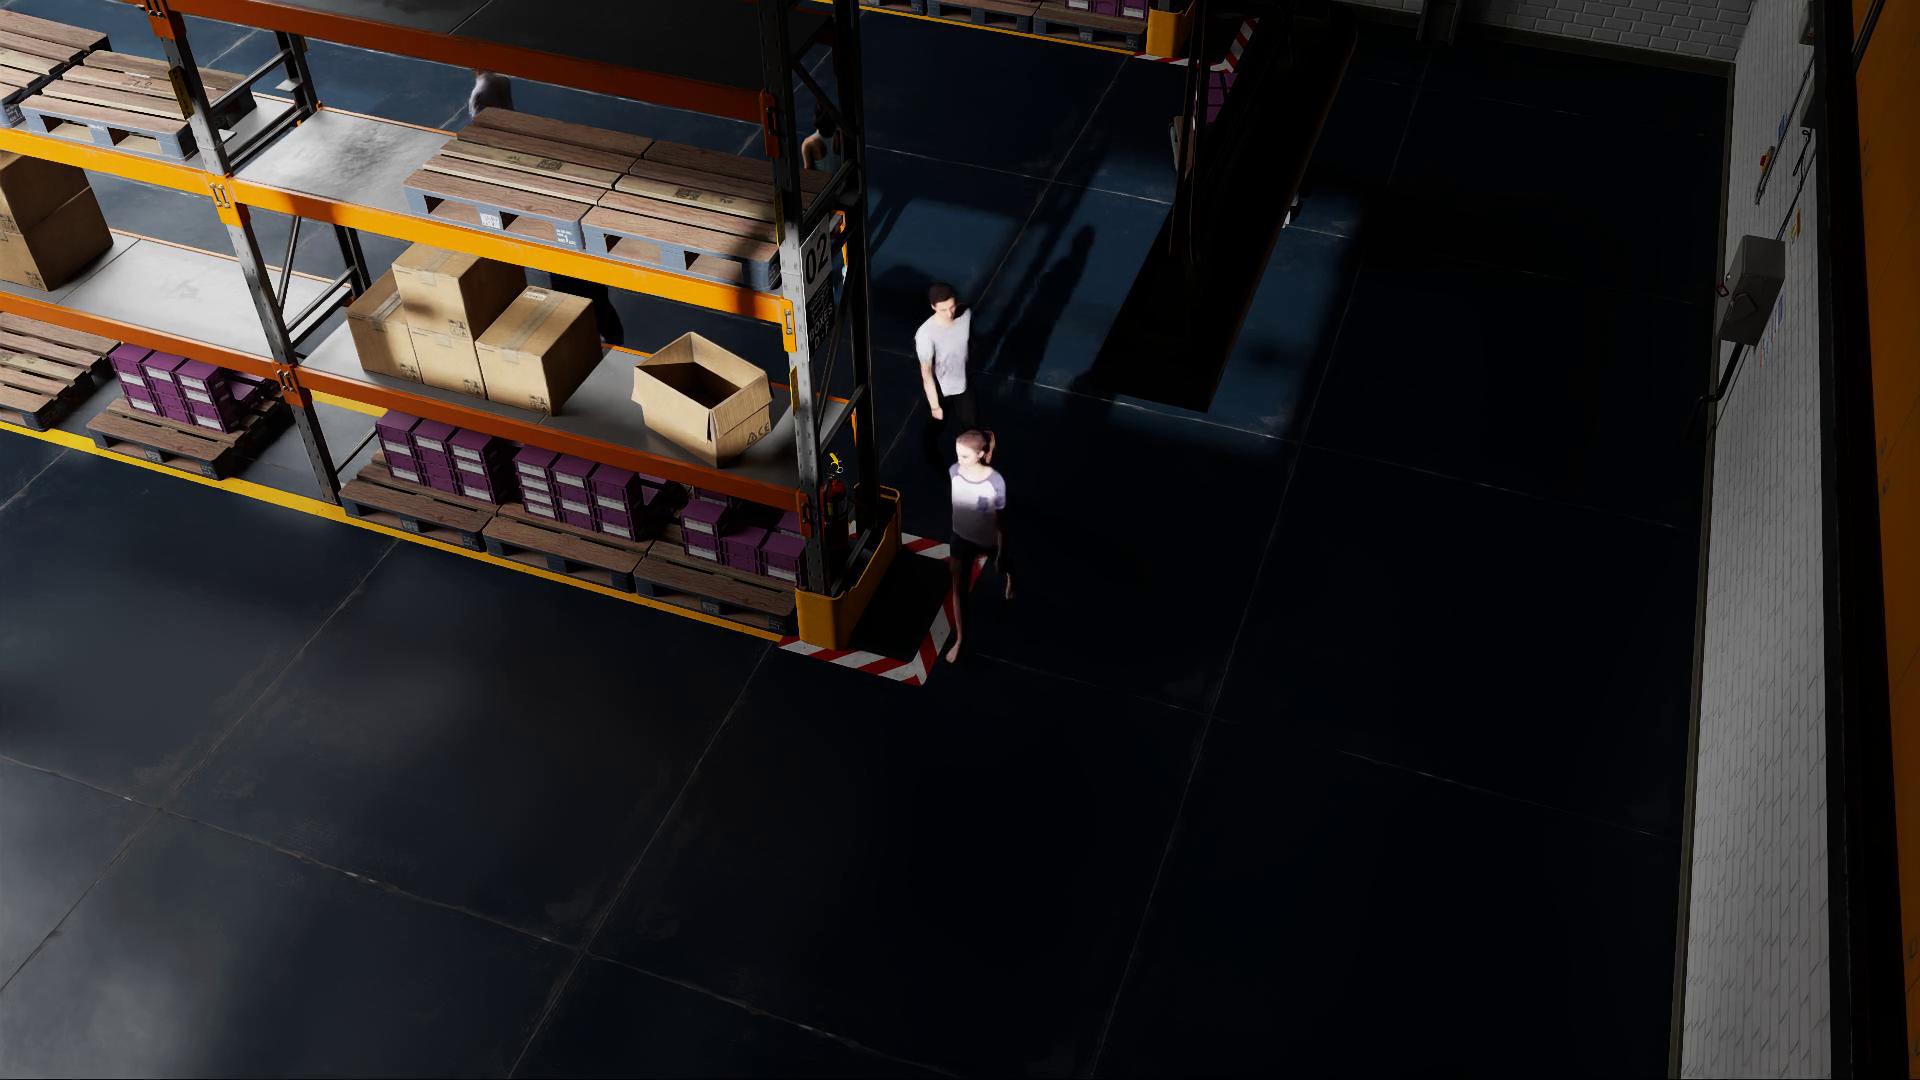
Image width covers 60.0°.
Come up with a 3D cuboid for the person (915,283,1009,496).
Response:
[{"bbox_3d":[-0.152,-1.161,12.079,1.022,1.827,1.192,-34,53,-30],"label":"person"}]

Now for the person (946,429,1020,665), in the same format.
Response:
[{"bbox_3d":[0.174,-0.068,11.006,1.083,1.724,0.681,12,45,13],"label":"person"}]

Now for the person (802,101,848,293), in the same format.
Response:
[{"bbox_3d":[-1.091,-2.890,13.939,0.703,1.765,0.766,-16,46,-16],"label":"person"}]
